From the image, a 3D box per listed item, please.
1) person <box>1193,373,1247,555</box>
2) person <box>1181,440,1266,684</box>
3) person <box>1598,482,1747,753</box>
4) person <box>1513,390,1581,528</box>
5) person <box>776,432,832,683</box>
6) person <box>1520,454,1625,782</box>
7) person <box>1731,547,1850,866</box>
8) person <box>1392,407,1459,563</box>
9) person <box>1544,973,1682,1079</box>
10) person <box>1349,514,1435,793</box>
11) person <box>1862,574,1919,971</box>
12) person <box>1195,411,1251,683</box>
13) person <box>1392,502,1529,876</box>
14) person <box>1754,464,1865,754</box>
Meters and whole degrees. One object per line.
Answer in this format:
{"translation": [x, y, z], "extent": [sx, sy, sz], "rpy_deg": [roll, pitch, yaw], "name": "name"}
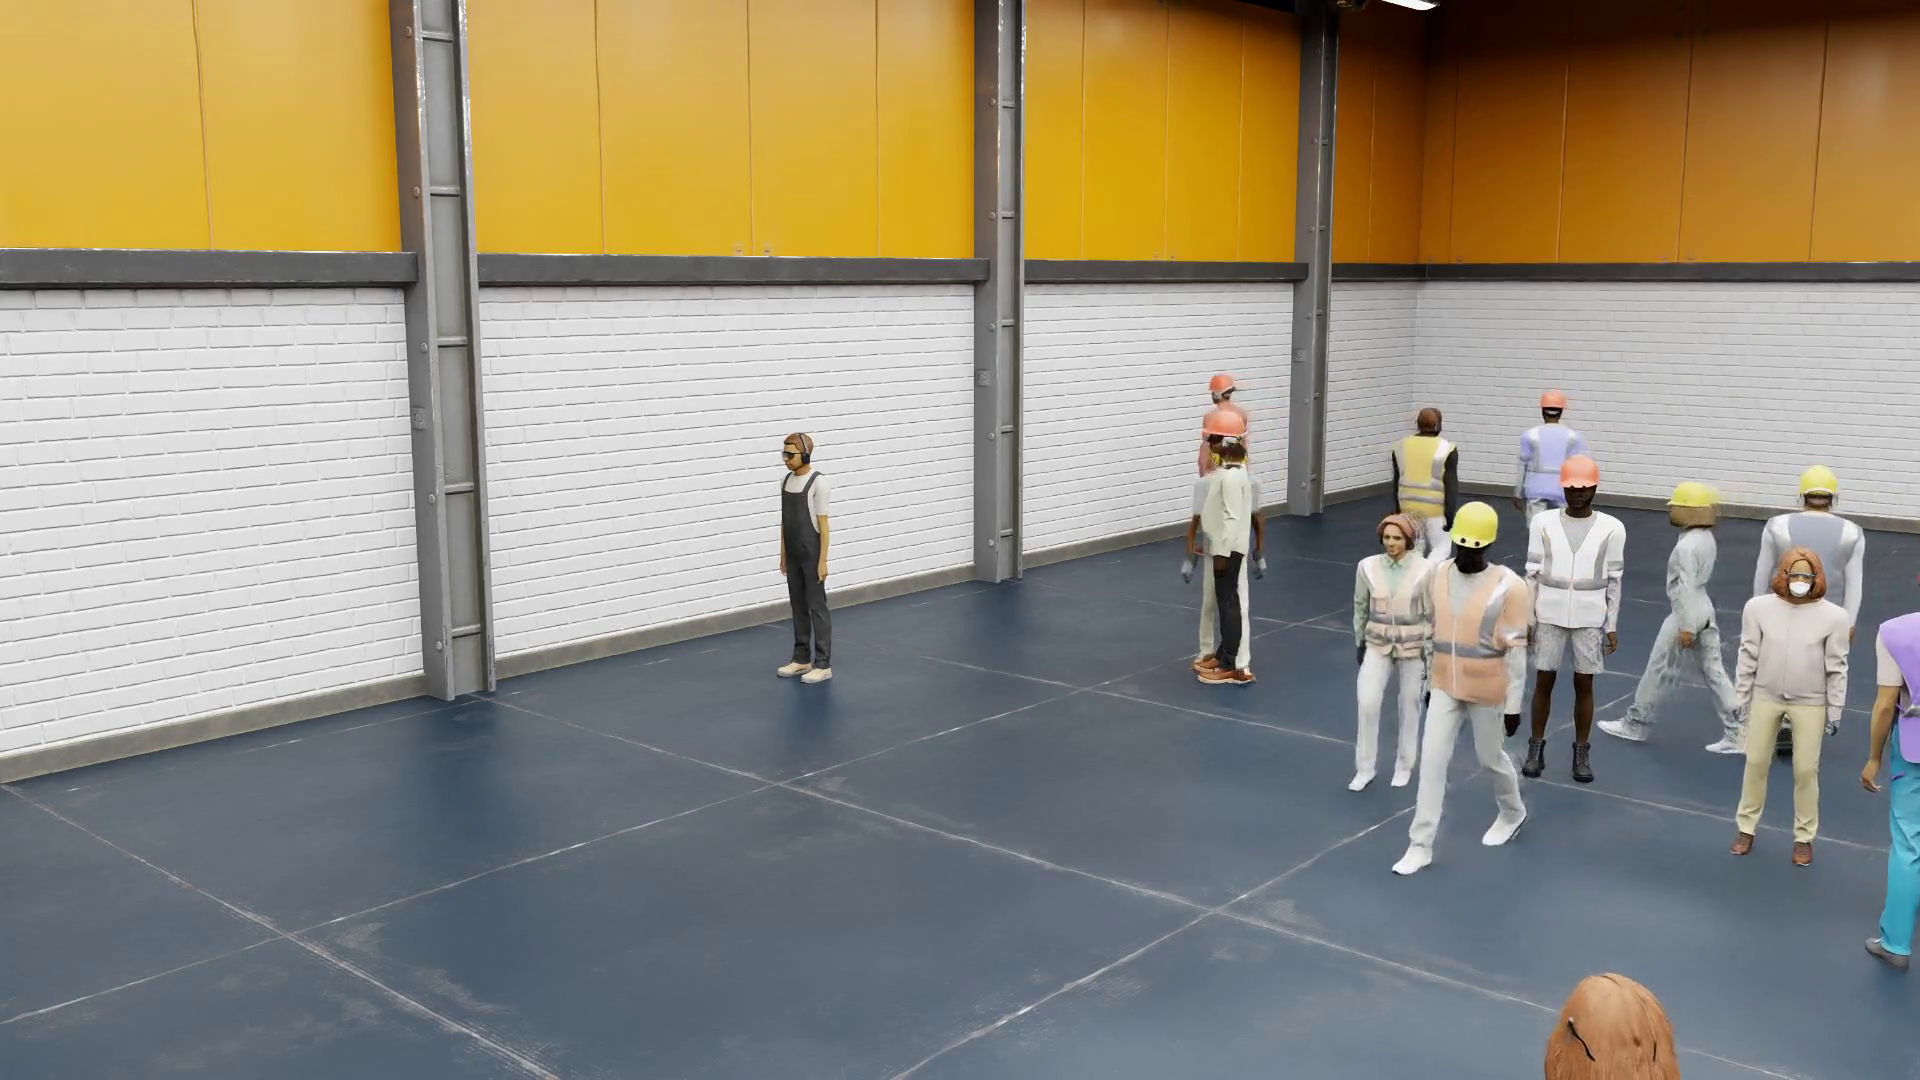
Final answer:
{"translation": [2.739, -0.754, 17.315], "extent": [0.633, 1.971, 0.842], "rpy_deg": [-7, 12, -38], "name": "person"}
{"translation": [1.948, 0.148, 12.198], "extent": [0.637, 1.793, 0.972], "rpy_deg": [0, 9, 2], "name": "person"}
{"translation": [4.558, 0.479, 10.427], "extent": [0.921, 1.689, 0.500], "rpy_deg": [8, 12, 43], "name": "person"}
{"translation": [5.499, -0.457, 15.657], "extent": [0.547, 1.911, 0.786], "rpy_deg": [1, 9, 7], "name": "person"}
{"translation": [-1.147, 0.124, 12.225], "extent": [0.509, 1.841, 0.337], "rpy_deg": [9, 12, 43], "name": "person"}
{"translation": [3.597, 0.459, 9.793], "extent": [0.542, 1.939, 0.366], "rpy_deg": [4, 10, 21], "name": "person"}
{"translation": [4.201, 0.835, 8.431], "extent": [0.508, 1.628, 0.286], "rpy_deg": [6, 11, 33], "name": "person"}
{"translation": [4.095, -0.265, 14.695], "extent": [0.631, 1.823, 0.508], "rpy_deg": [8, 12, 40], "name": "person"}
{"translation": [1.269, 1.646, 3.293], "extent": [0.499, 1.635, 0.287], "rpy_deg": [0, 9, -3], "name": "person"}
{"translation": [2.482, 0.661, 9.537], "extent": [0.519, 1.616, 0.624], "rpy_deg": [5, 10, 27], "name": "person"}
{"translation": [4.161, 0.943, 7.070], "extent": [0.563, 1.838, 0.390], "rpy_deg": [2, 9, 13], "name": "person"}
{"translation": [1.937, 0.049, 12.189], "extent": [0.375, 1.997, 0.609], "rpy_deg": [1, 9, 7], "name": "person"}
{"translation": [2.614, 0.716, 8.404], "extent": [0.975, 1.879, 0.596], "rpy_deg": [-8, 12, -41], "name": "person"}
{"translation": [5.291, 0.432, 10.402], "extent": [0.603, 1.809, 0.819], "rpy_deg": [4, 10, 23], "name": "person"}
